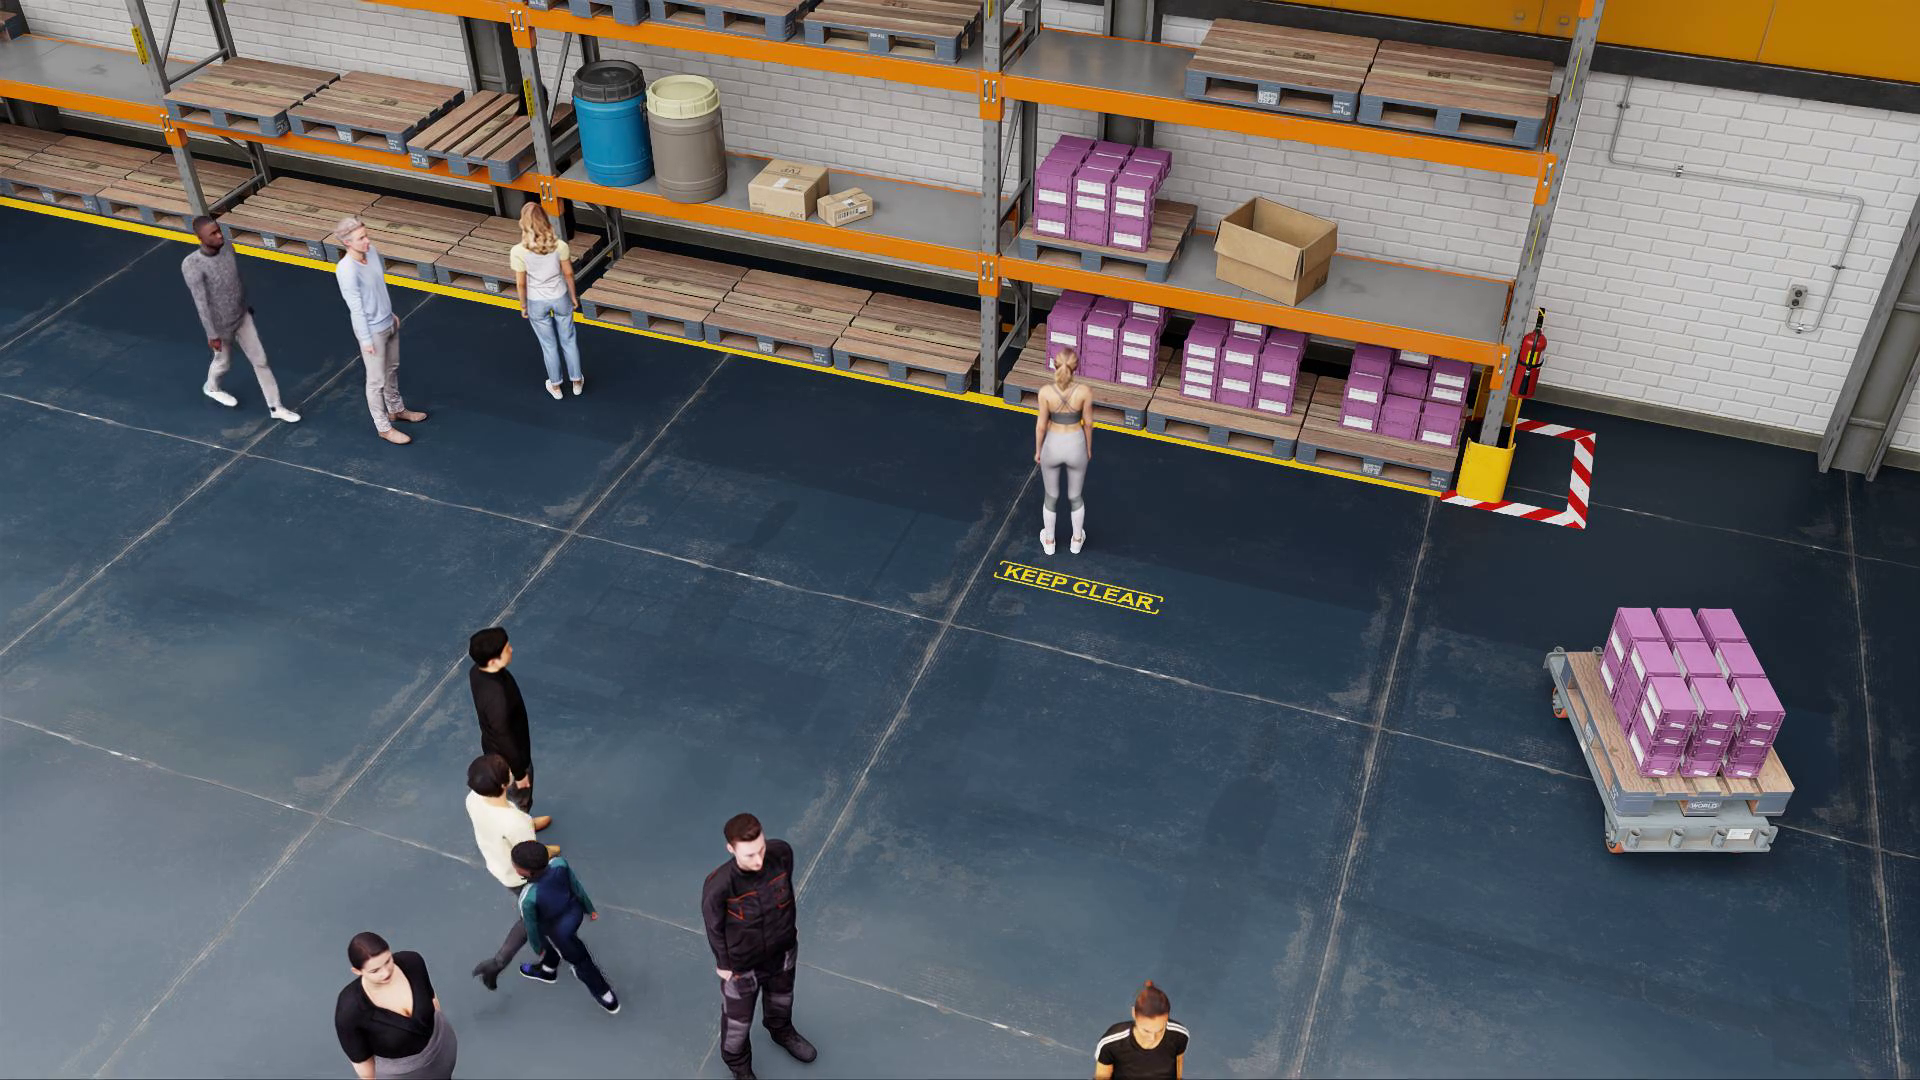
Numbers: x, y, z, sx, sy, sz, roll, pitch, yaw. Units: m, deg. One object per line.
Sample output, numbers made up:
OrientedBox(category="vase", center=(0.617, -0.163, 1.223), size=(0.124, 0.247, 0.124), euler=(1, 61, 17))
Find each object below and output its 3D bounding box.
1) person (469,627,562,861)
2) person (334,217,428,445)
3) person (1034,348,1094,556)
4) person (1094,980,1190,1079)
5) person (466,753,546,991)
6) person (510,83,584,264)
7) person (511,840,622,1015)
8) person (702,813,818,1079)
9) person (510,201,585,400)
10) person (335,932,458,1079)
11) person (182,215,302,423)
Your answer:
OrientedBox(category="person", center=(-2.596, 1.179, 9.528), size=(0.756, 1.720, 0.697), euler=(-16, 41, -19))
OrientedBox(category="person", center=(-4.551, -1.654, 12.937), size=(0.628, 1.892, 0.712), euler=(6, 39, 7))
OrientedBox(category="person", center=(0.737, -0.621, 11.796), size=(0.573, 1.703, 0.688), euler=(2, 39, 2))
OrientedBox(category="person", center=(0.815, 2.612, 7.774), size=(0.601, 1.669, 0.719), euler=(-5, 39, -6))
OrientedBox(category="person", center=(-2.414, 1.788, 8.887), size=(0.923, 1.568, 0.847), euler=(27, 46, 30))
OrientedBox(category="person", center=(-3.771, -3.333, 15.101), size=(0.772, 1.814, 0.829), euler=(-17, 42, -20))
OrientedBox(category="person", center=(-2.075, 2.059, 8.830), size=(0.876, 1.216, 0.549), euler=(17, 42, 20))
OrientedBox(category="person", center=(-1.012, 2.038, 8.298), size=(0.776, 1.913, 0.763), euler=(-29, 47, -31))
OrientedBox(category="person", center=(-3.314, -1.919, 13.405), size=(0.693, 1.722, 0.763), euler=(-15, 41, -17))
OrientedBox(category="person", center=(-2.647, 2.452, 7.901), size=(0.691, 1.760, 0.721), euler=(22, 44, 25))
OrientedBox(category="person", center=(-5.850, -1.746, 13.116), size=(1.171, 1.811, 0.776), euler=(14, 41, 17))
